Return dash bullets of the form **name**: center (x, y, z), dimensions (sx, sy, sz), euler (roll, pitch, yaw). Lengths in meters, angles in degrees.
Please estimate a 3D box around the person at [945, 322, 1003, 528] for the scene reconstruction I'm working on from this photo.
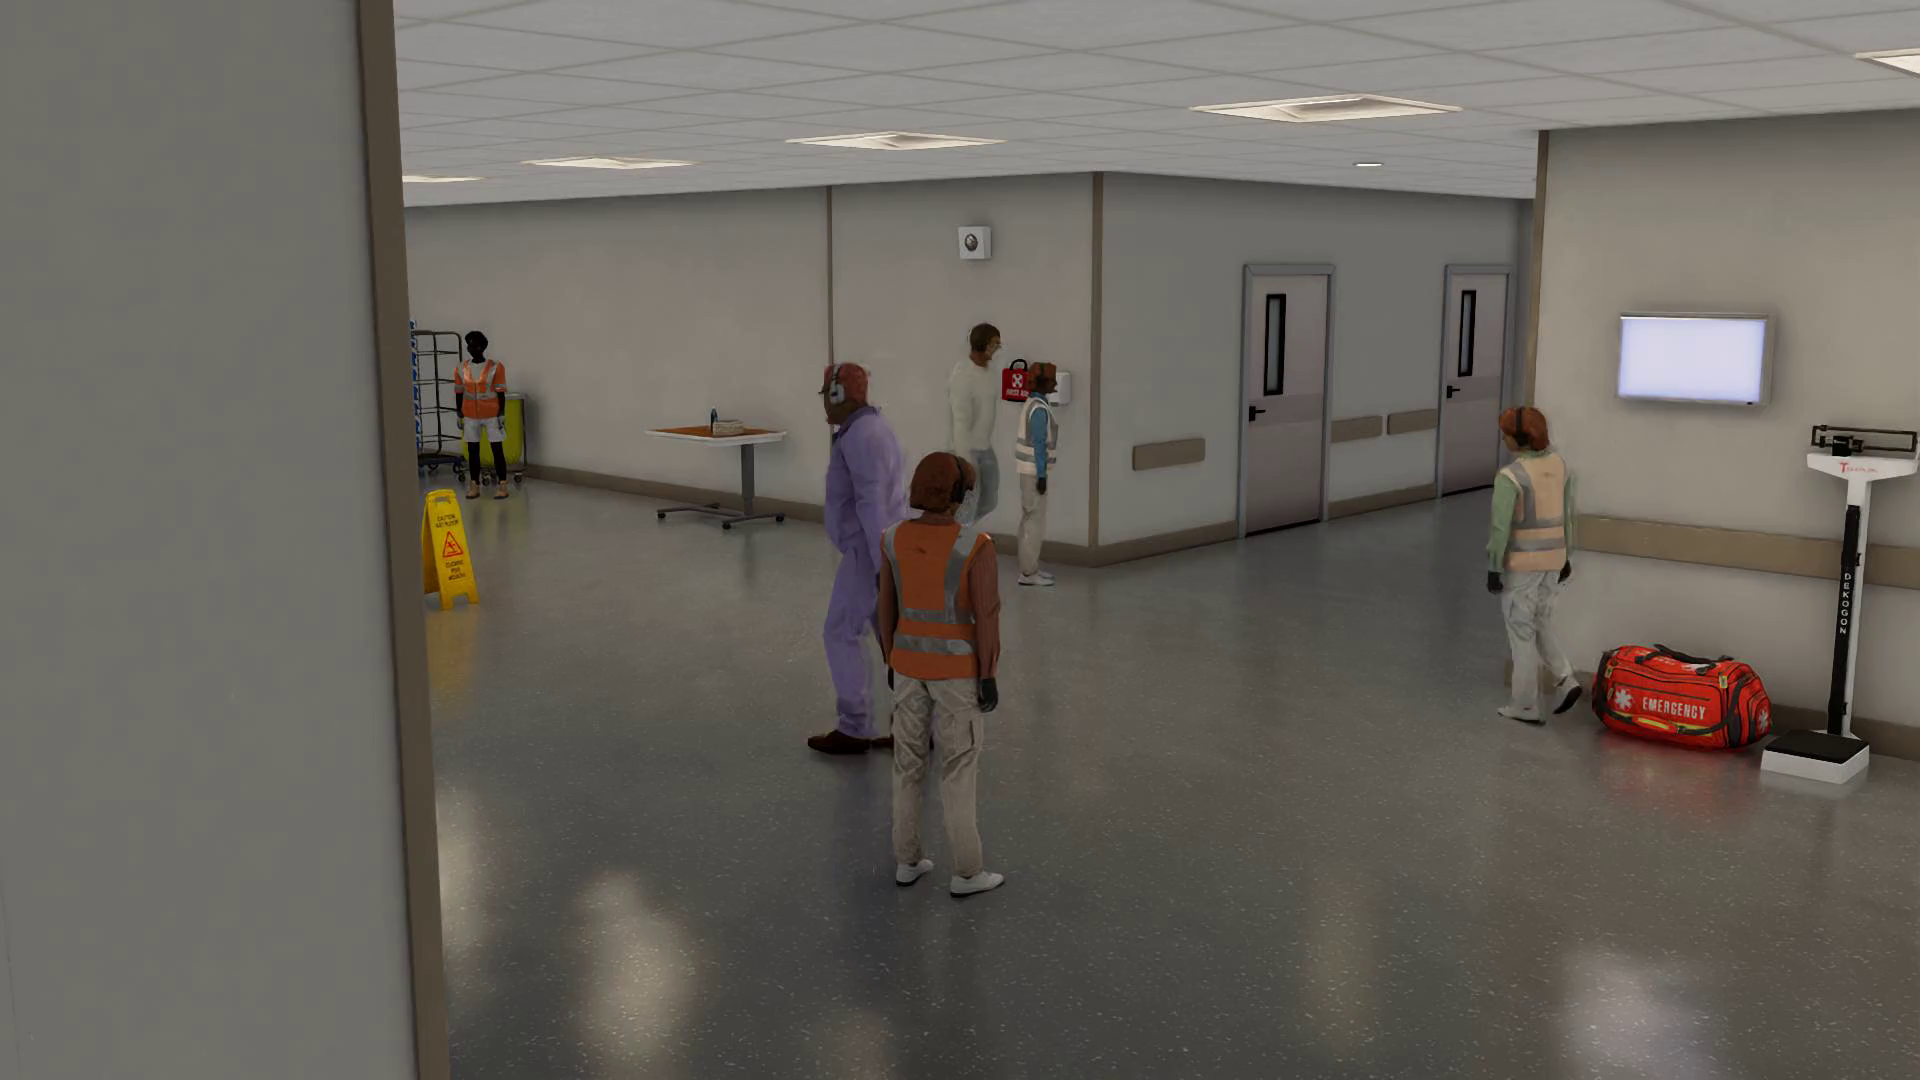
- **person**: center (0.029, -0.663, 12.378), dimensions (0.589, 1.918, 0.629), euler (6, 11, 33)

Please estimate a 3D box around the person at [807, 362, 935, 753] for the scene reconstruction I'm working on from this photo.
- **person**: center (-0.436, 0.090, 7.934), dimensions (0.708, 1.853, 0.673), euler (1, 9, 9)

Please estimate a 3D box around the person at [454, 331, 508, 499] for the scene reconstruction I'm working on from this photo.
- **person**: center (-4.779, -1.242, 16.614), dimensions (0.536, 1.688, 0.324), euler (0, 9, 3)

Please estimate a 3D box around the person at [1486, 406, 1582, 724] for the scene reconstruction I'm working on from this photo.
- **person**: center (2.872, 0.133, 8.356), dimensions (0.544, 1.617, 0.389), euler (-5, 11, -30)

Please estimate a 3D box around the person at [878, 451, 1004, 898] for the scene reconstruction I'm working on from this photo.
- **person**: center (-0.079, 0.492, 6.123), dimensions (0.514, 1.639, 0.315), euler (6, 11, 34)

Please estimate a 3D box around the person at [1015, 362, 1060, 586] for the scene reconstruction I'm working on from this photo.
- **person**: center (0.560, -0.484, 12.139), dimensions (0.318, 1.628, 0.512), euler (-1, 9, -5)
